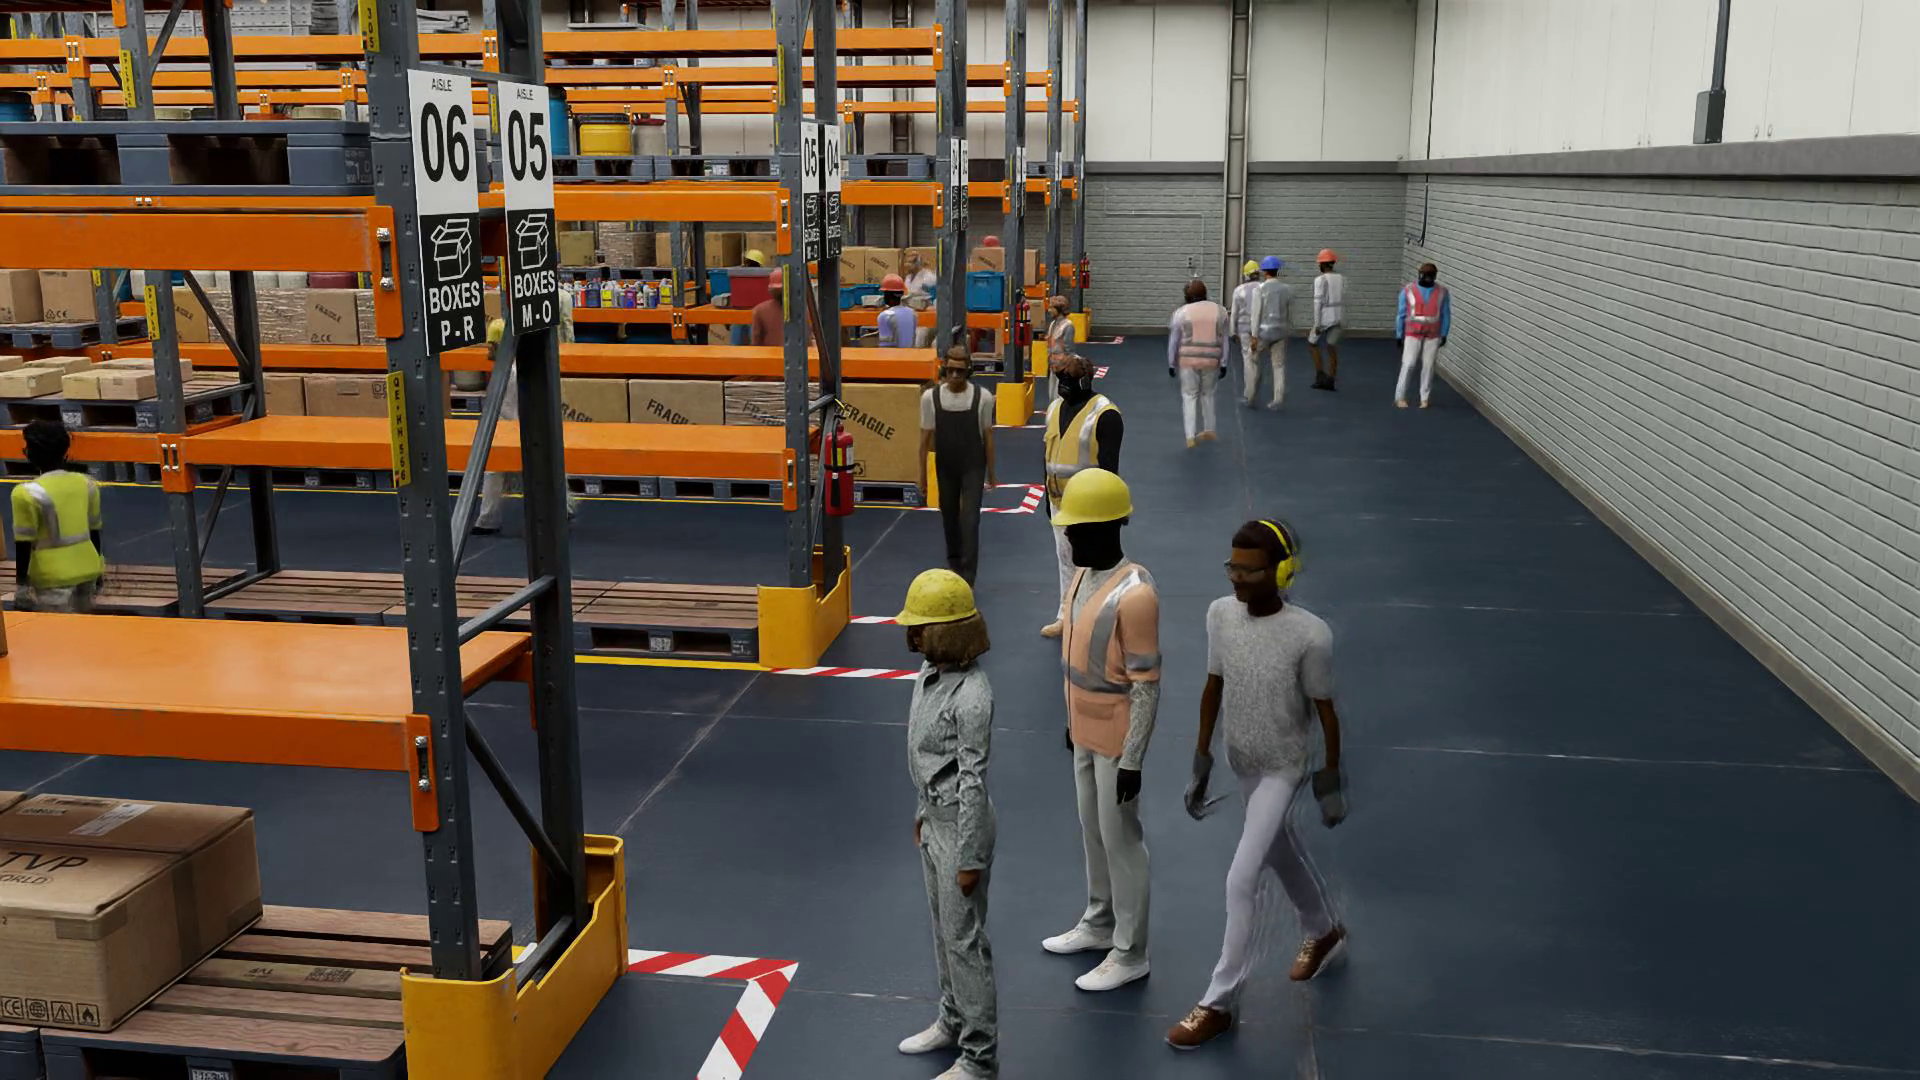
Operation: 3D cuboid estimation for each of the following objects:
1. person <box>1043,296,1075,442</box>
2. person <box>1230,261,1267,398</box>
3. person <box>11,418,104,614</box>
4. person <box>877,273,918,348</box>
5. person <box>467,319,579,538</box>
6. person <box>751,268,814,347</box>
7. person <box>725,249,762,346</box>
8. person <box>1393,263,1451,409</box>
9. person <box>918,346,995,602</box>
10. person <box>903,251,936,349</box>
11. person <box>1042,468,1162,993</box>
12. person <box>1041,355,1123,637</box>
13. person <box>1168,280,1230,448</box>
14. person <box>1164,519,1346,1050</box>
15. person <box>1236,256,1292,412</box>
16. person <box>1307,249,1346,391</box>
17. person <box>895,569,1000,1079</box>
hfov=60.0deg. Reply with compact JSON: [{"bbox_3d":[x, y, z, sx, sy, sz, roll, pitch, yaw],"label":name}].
[{"bbox_3d":[1.107,-1.851,18.166,0.315,1.625,0.530,-4,13,-19],"label":"person"},{"bbox_3d":[3.895,-2.811,22.158,0.604,1.774,0.932,1,13,3],"label":"person"},{"bbox_3d":[-4.697,0.192,8.839,0.652,1.678,0.538,3,13,12],"label":"person"},{"bbox_3d":[-0.664,-1.733,16.929,0.375,1.939,0.546,9,16,37],"label":"person"},{"bbox_3d":[-3.598,-0.900,13.519,0.931,1.796,0.582,0,12,-1],"label":"person"},{"bbox_3d":[-1.832,-1.826,17.255,0.655,1.981,0.471,-3,13,-12],"label":"person"},{"bbox_3d":[-3.032,-3.104,23.215,0.653,1.891,0.445,-9,16,-36],"label":"person"},{"bbox_3d":[5.817,-2.565,20.953,0.668,1.823,0.449,1,13,3],"label":"person"},{"bbox_3d":[-0.017,-0.496,11.725,0.531,1.795,0.827,2,13,8],"label":"person"},{"bbox_3d":[-0.611,-3.001,22.797,0.766,1.876,0.685,-8,15,-33],"label":"person"},{"bbox_3d":[0.508,0.686,6.039,0.386,1.922,0.594,-4,13,-17],"label":"person"},{"bbox_3d":[0.742,-0.251,10.484,0.430,1.835,0.632,-10,16,-39],"label":"person"},{"bbox_3d":[2.567,-1.913,18.045,0.661,1.799,0.681,-1,13,-7],"label":"person"},{"bbox_3d":[1.101,0.794,5.818,0.995,1.824,0.482,-10,16,-37],"label":"person"},{"bbox_3d":[3.804,-2.582,20.800,0.658,1.912,0.835,-6,14,-26],"label":"person"},{"bbox_3d":[4.991,-2.986,22.623,0.556,1.918,0.450,-7,14,-29],"label":"person"},{"bbox_3d":[-0.050,0.936,5.352,0.320,1.737,0.487,-4,13,-16],"label":"person"}]
